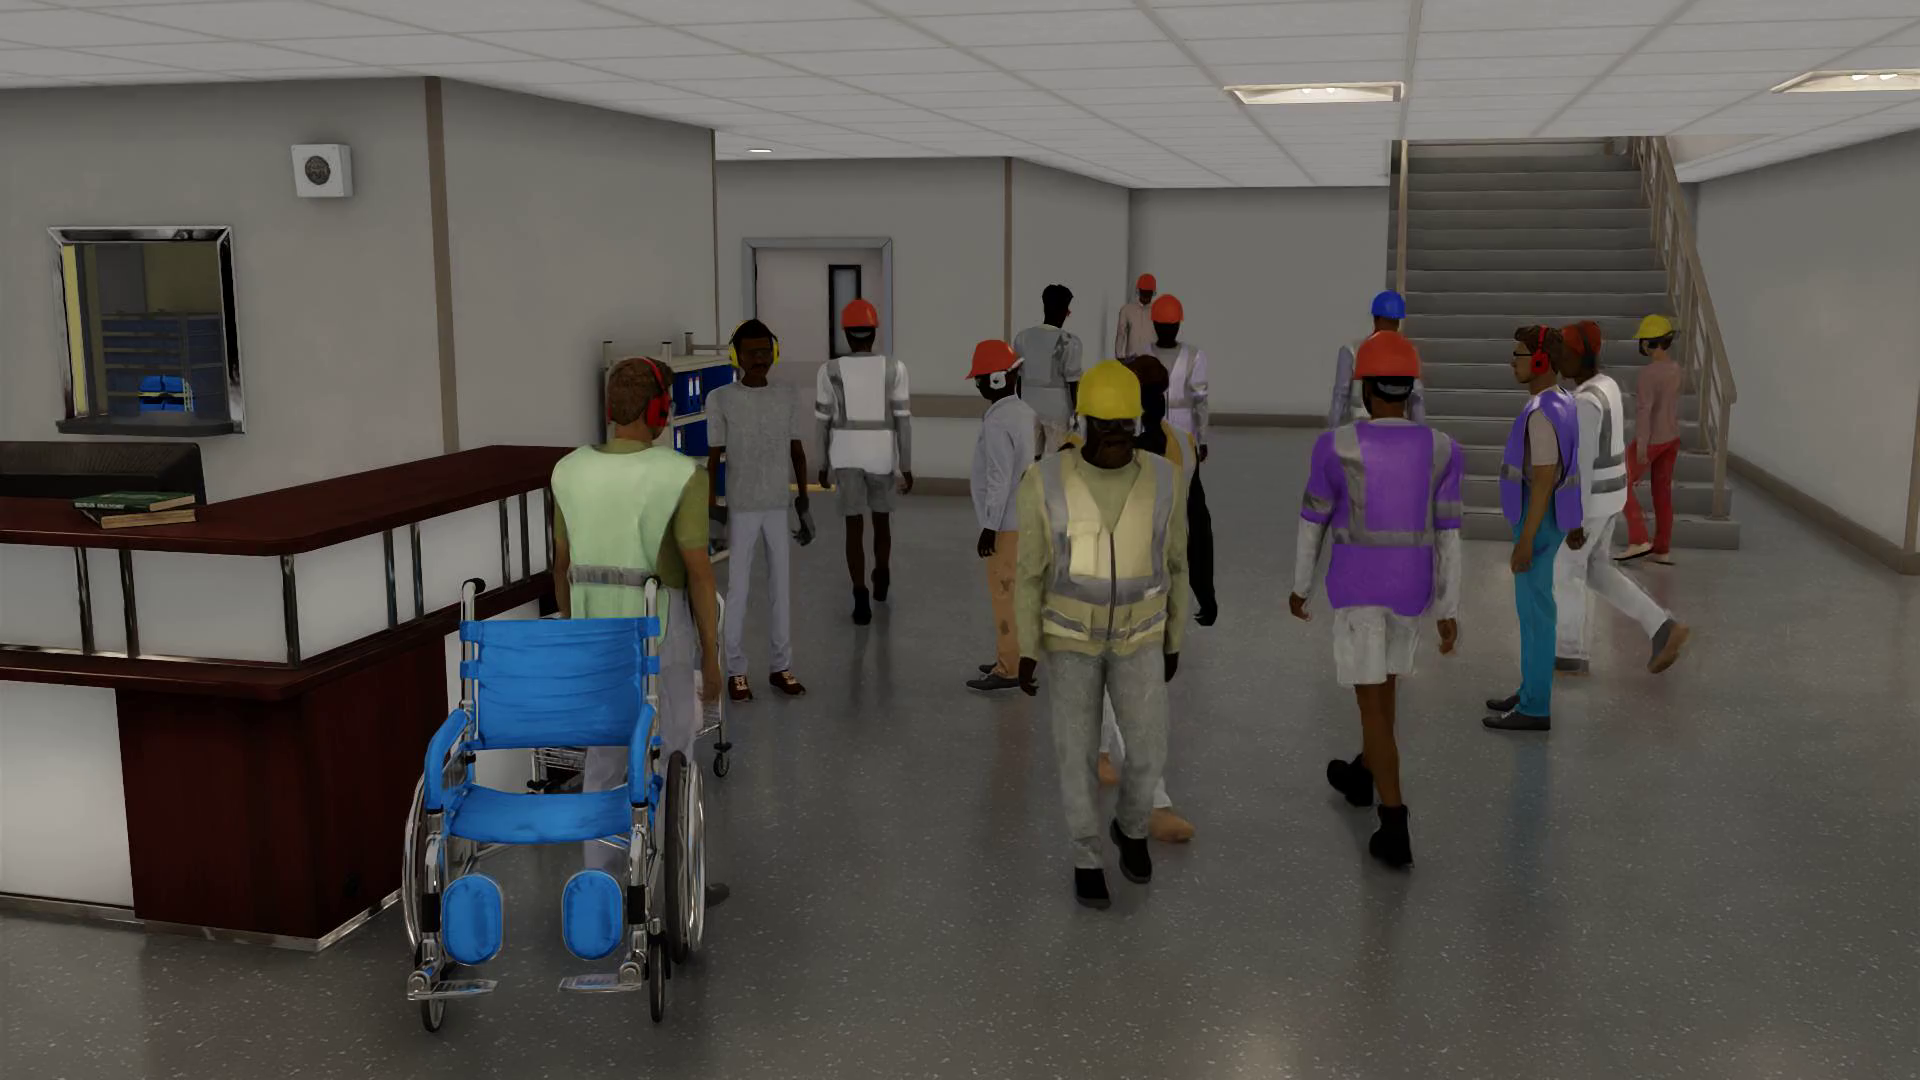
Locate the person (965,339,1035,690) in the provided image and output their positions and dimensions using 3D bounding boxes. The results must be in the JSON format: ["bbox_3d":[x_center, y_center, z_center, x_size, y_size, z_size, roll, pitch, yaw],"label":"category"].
[{"bbox_3d":[0.192,-0.124,8.301,0.335,1.746,0.562,2,10,14],"label":"person"}]

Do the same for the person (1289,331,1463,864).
[{"bbox_3d":[1.533,0.184,6.121,0.548,1.887,0.986,-1,10,-8],"label":"person"}]

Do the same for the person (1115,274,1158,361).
[{"bbox_3d":[2.115,-2.107,19.379,0.627,1.947,0.992,2,10,12],"label":"person"}]

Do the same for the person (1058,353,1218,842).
[{"bbox_3d":[0.660,0.171,6.448,0.646,1.798,0.977,-6,11,-30],"label":"person"}]

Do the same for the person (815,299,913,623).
[{"bbox_3d":[-0.592,-0.496,10.075,0.565,1.887,0.964,-1,10,-7],"label":"person"}]

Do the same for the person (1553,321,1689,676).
[{"bbox_3d":[3.232,-0.168,8.298,0.723,1.843,0.618,6,12,34],"label":"person"}]

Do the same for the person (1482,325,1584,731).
[{"bbox_3d":[2.634,-0.049,7.585,0.389,1.842,0.566,4,10,21],"label":"person"}]

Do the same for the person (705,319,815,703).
[{"bbox_3d":[-0.971,-0.141,8.097,0.544,1.861,0.327,-5,11,-26],"label":"person"}]

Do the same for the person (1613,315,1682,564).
[{"bbox_3d":[4.835,-0.695,11.677,0.527,1.753,0.447,-7,12,-36],"label":"person"}]

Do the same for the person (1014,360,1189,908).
[{"bbox_3d":[0.471,0.313,5.512,0.600,1.817,0.422,-1,10,-4],"label":"person"}]

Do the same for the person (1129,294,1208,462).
[{"bbox_3d":[1.444,-0.761,11.604,0.555,1.908,0.892,1,10,4],"label":"person"}]

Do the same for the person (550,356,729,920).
[{"bbox_3d":[-1.039,0.333,5.367,0.575,1.841,0.396,4,10,20],"label":"person"}]

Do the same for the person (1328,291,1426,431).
[{"bbox_3d":[2.868,-0.710,11.241,0.646,1.913,0.856,-3,10,-15],"label":"person"}]

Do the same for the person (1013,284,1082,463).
[{"bbox_3d":[0.687,-0.978,12.750,0.615,1.951,0.389,7,12,36],"label":"person"}]
